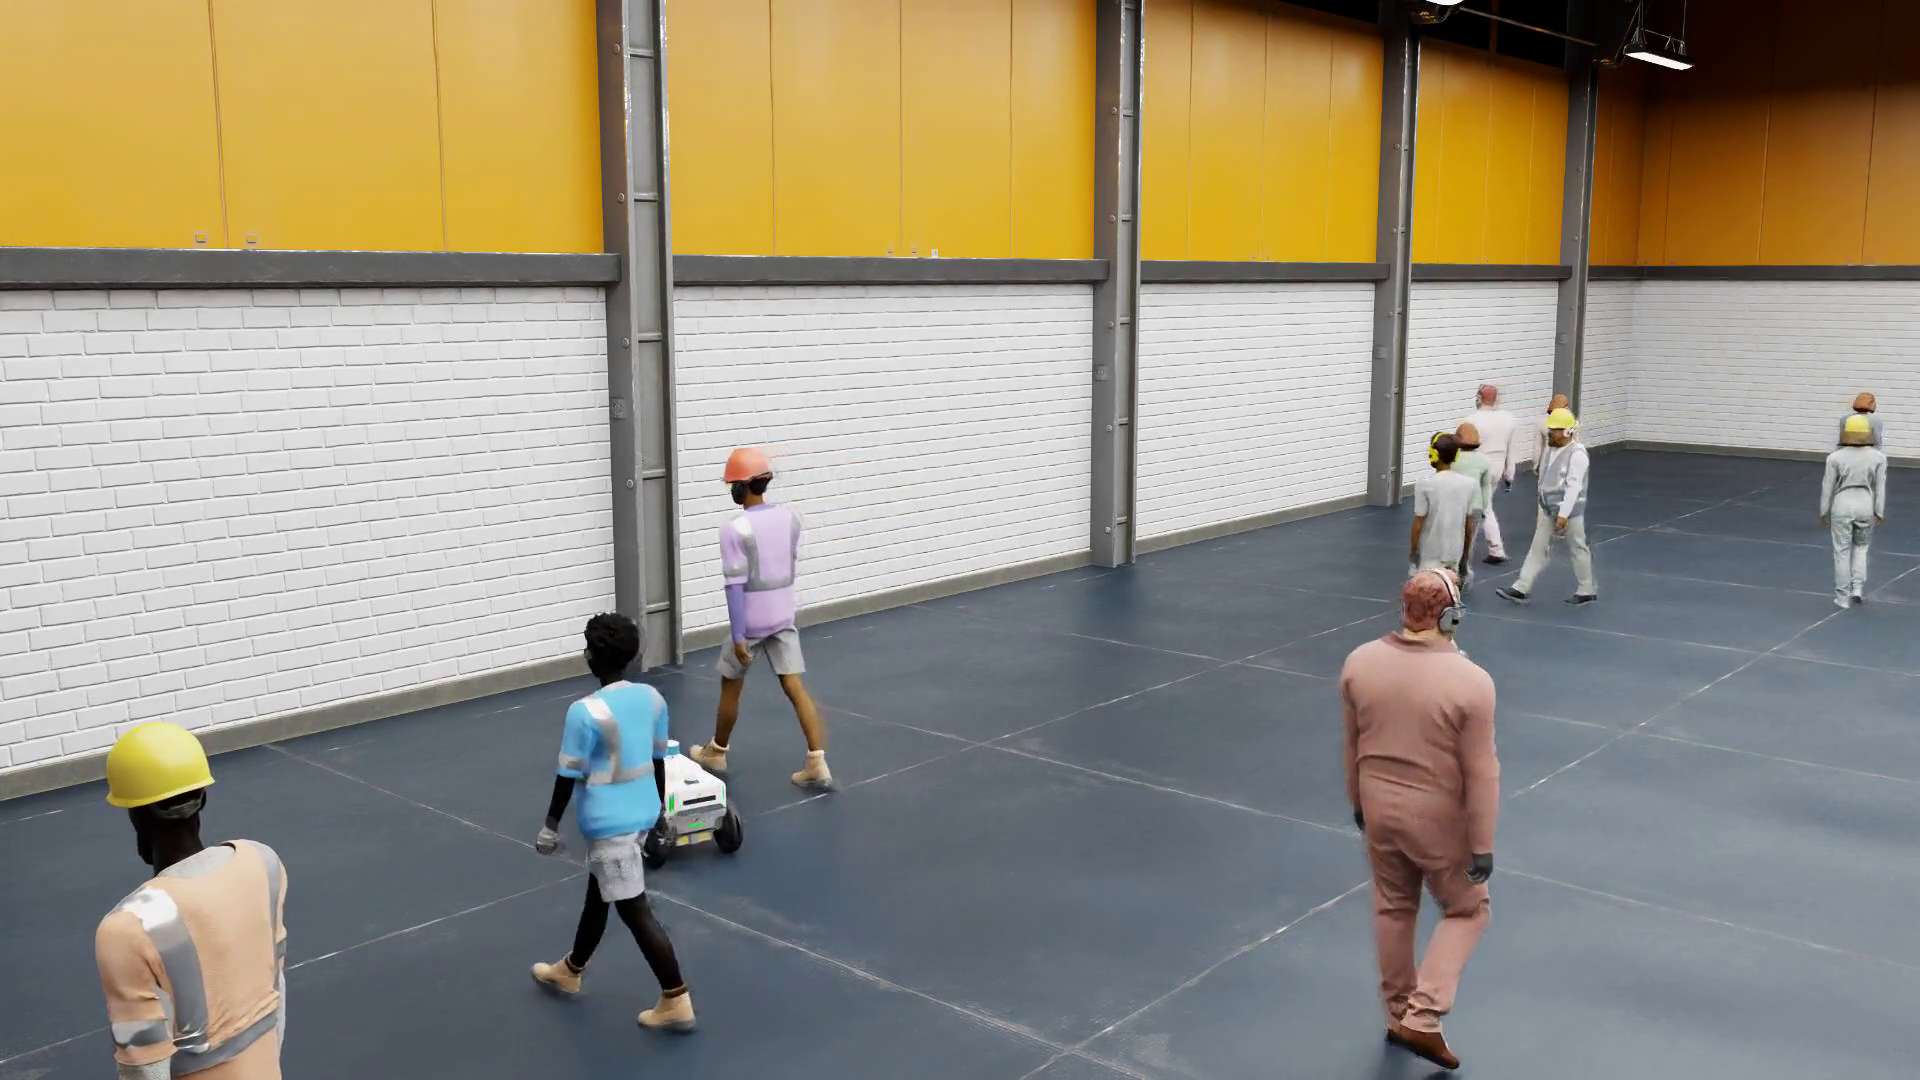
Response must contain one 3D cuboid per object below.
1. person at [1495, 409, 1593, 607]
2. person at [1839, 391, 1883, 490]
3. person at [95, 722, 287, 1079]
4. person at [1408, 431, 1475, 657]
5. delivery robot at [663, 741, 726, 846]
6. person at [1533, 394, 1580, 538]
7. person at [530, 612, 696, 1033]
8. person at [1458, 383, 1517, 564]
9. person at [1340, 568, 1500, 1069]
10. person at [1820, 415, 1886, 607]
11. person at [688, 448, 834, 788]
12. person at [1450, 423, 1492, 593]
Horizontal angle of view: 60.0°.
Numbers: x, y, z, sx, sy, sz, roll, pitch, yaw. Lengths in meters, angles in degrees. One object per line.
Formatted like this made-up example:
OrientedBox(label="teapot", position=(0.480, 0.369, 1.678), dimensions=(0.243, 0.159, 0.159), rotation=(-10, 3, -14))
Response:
OrientedBox(label="person", position=(5.307, -0.274, 14.856), dimensions=(0.918, 1.780, 0.604), rotation=(-2, 9, -12))
OrientedBox(label="person", position=(10.577, -0.940, 19.595), dimensions=(0.439, 1.620, 0.501), rotation=(-7, 11, -36))
OrientedBox(label="person", position=(-1.854, 1.383, 4.038), dimensions=(0.380, 1.922, 0.591), rotation=(2, 9, 12))
OrientedBox(label="person", position=(3.525, 0.140, 12.088), dimensions=(0.525, 1.855, 0.629), rotation=(-3, 9, -16))
OrientedBox(label="delivery robot", position=(-1.502, 1.285, 8.628), dimensions=(0.477, 0.478, 0.707), rotation=(-5, 10, -34))
OrientedBox(label="person", position=(6.758, -0.835, 18.875), dimensions=(0.504, 1.632, 0.270), rotation=(5, 10, 27))
OrientedBox(label="person", position=(-1.395, 1.108, 6.617), dimensions=(0.862, 1.644, 0.536), rotation=(3, 10, 21))
OrientedBox(label="person", position=(5.443, -0.699, 17.343), dimensions=(0.659, 1.860, 0.980), rotation=(-4, 10, -23))
OrientedBox(label="person", position=(1.753, 1.036, 6.292), dimensions=(0.505, 1.897, 0.670), rotation=(-9, 12, -43))
OrientedBox(label="person", position=(8.005, -0.261, 14.946), dimensions=(0.512, 1.725, 0.412), rotation=(2, 9, 14))
OrientedBox(label="person", position=(-1.156, 0.454, 9.710), dimensions=(1.068, 1.992, 0.626), rotation=(8, 12, 42))
OrientedBox(label="person", position=(4.691, -0.276, 15.425), dimensions=(0.504, 1.619, 0.553), rotation=(-1, 9, -8))
